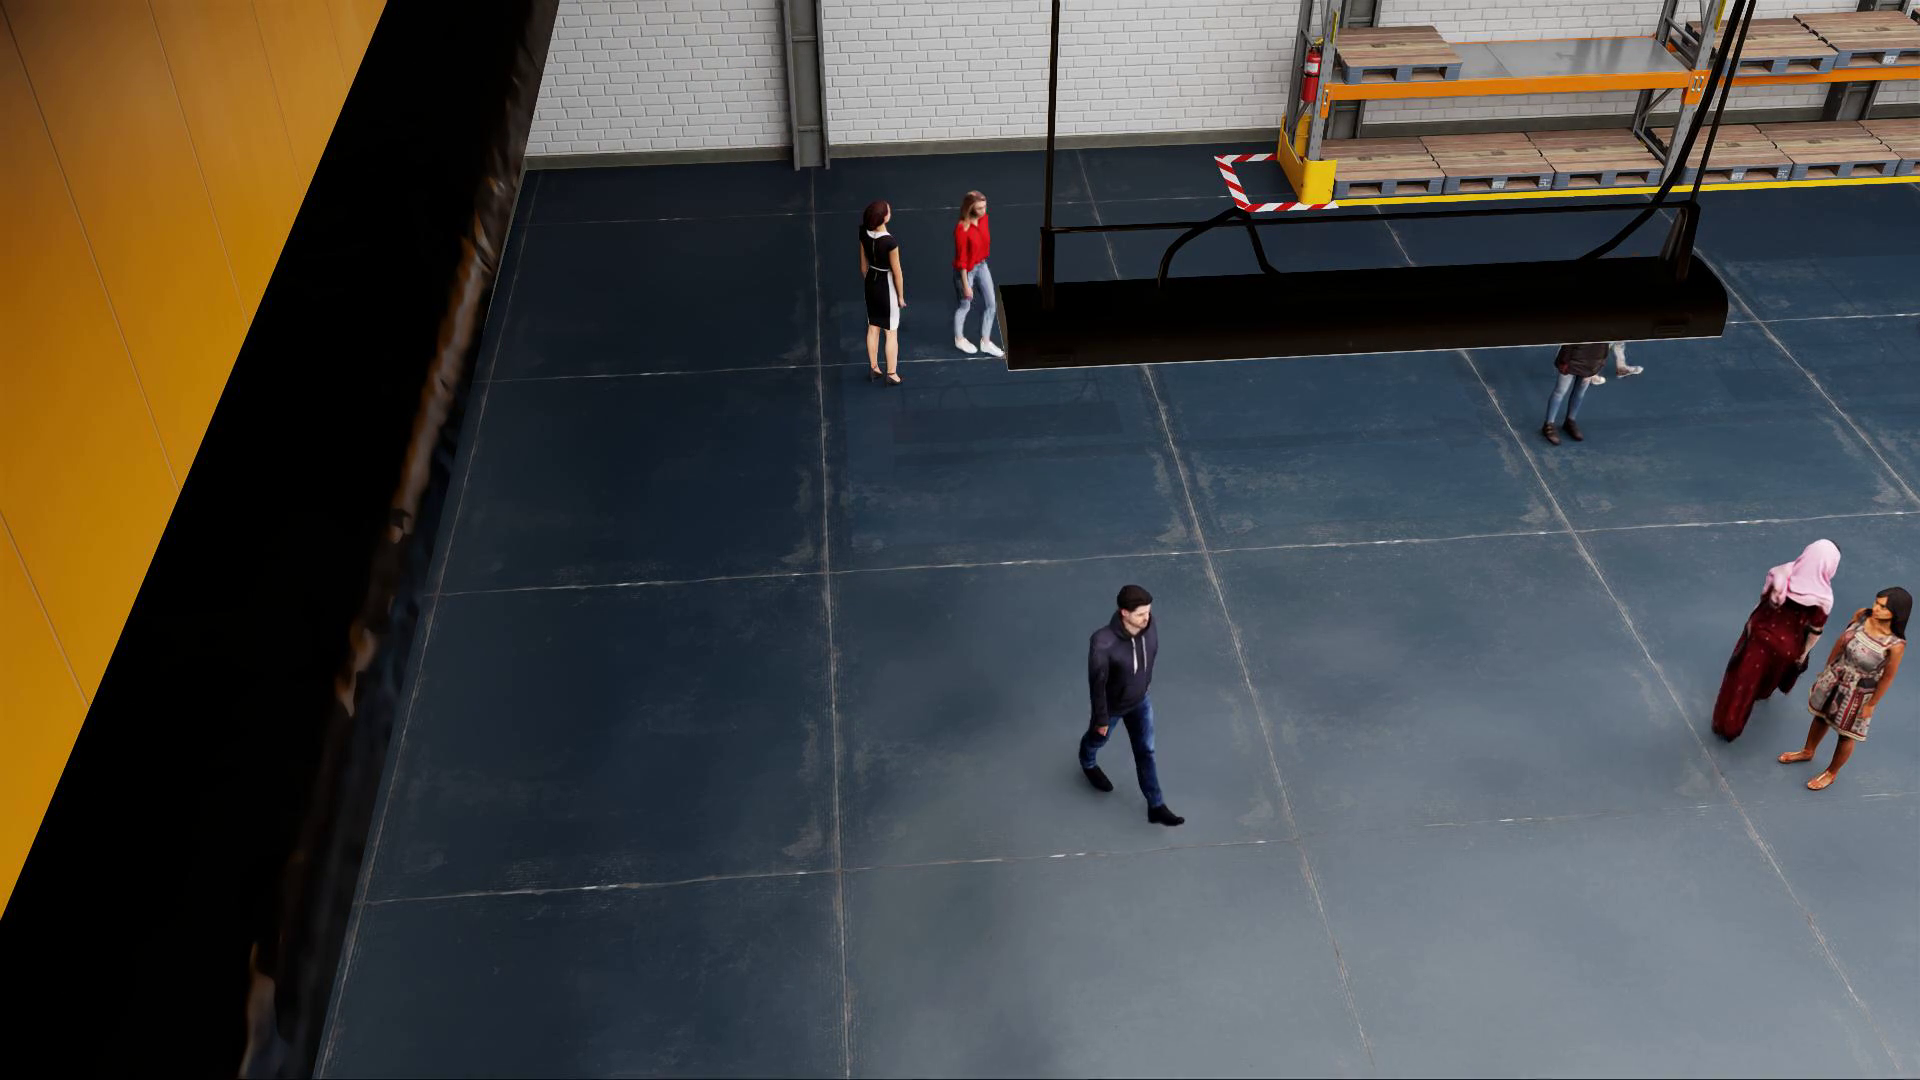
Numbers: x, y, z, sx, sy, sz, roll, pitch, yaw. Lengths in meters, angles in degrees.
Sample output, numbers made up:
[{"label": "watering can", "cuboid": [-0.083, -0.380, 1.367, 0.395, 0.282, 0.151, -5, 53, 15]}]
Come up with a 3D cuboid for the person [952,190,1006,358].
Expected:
[{"label": "person", "cuboid": [0.032, -2.424, 15.007, 0.907, 1.683, 0.846, 26, 45, 29]}]

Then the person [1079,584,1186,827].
[{"label": "person", "cuboid": [0.959, 0.961, 10.637, 1.183, 1.848, 1.113, -23, 44, -27]}]

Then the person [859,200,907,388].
[{"label": "person", "cuboid": [-0.682, -2.150, 14.574, 0.621, 1.796, 0.701, 24, 44, 27]}]

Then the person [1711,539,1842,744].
[{"label": "person", "cuboid": [5.457, 0.690, 11.178, 1.063, 1.597, 1.143, 30, 48, 32]}]

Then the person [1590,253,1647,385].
[{"label": "person", "cuboid": [5.760, -1.948, 14.728, 0.836, 1.288, 0.593, 3, 39, 4]}]

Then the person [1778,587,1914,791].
[{"label": "person", "cuboid": [5.821, 0.941, 10.824, 0.606, 1.645, 0.695, -11, 40, -13]}]
